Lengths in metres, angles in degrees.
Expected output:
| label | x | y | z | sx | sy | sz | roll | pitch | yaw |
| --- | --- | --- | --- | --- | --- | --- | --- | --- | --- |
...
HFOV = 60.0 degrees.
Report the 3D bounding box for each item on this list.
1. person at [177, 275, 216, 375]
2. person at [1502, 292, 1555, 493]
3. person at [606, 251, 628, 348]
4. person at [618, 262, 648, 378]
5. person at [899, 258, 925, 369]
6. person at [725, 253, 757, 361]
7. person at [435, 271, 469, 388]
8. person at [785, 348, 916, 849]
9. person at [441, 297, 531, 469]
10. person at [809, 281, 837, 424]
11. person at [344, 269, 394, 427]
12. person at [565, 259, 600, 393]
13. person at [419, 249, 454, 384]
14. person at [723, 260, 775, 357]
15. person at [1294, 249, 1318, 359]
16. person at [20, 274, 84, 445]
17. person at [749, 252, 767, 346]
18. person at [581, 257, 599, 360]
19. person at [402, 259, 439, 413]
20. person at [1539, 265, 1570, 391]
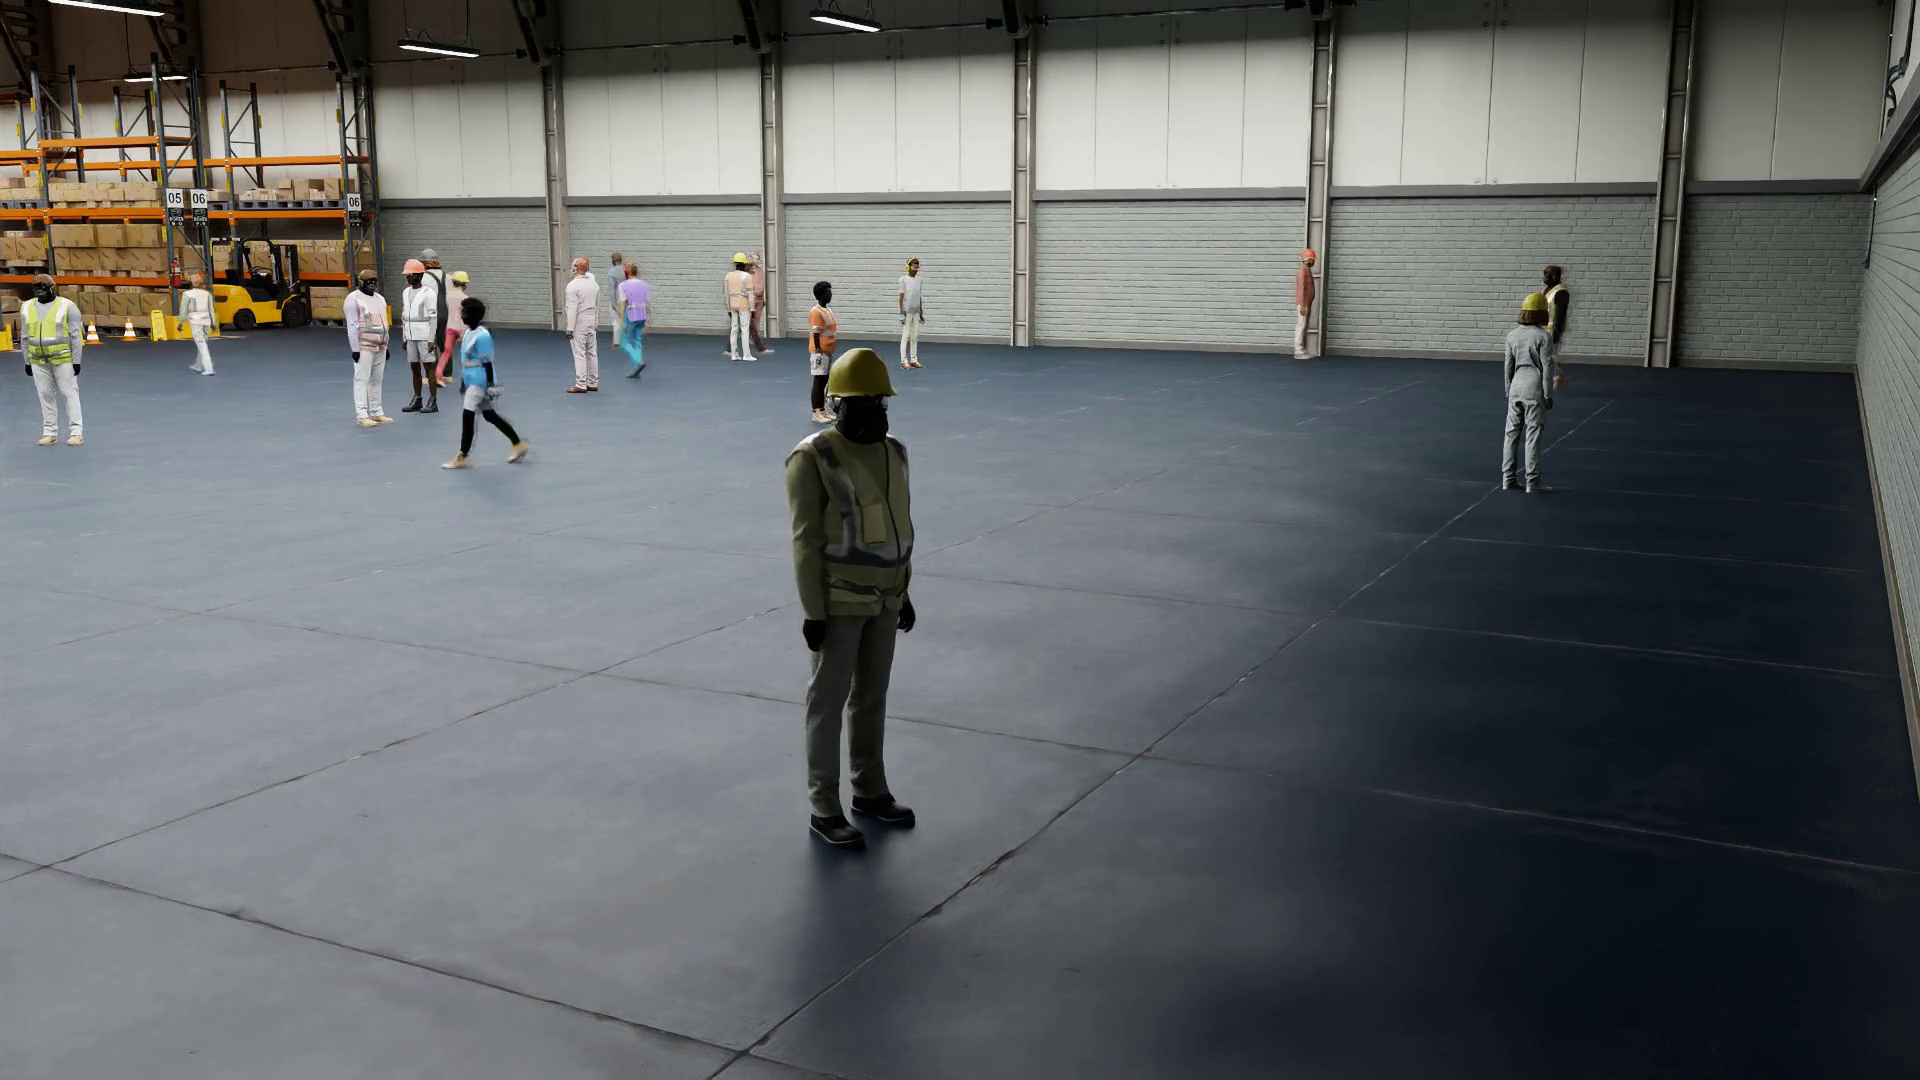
| label | x | y | z | sx | sy | sz | roll | pitch | yaw |
| --- | --- | --- | --- | --- | --- | --- | --- | --- | --- |
| person | -12.310 | -3.451 | 26.768 | 0.830 | 1.601 | 0.533 | 5 | 12 | 27 |
| person | 5.000 | -1.290 | 14.587 | 0.297 | 1.745 | 0.484 | -7 | 12 | -33 |
| person | -6.689 | -4.745 | 32.943 | 0.669 | 1.924 | 0.632 | 9 | 14 | 42 |
| person | -5.091 | -3.425 | 25.994 | 0.462 | 1.830 | 0.574 | 9 | 14 | 40 |
| person | -0.807 | -3.818 | 28.053 | 0.510 | 1.865 | 0.329 | -10 | 14 | -42 |
| person | -3.919 | -4.157 | 29.723 | 0.587 | 1.927 | 0.363 | 5 | 12 | 27 |
| person | -7.450 | -3.116 | 24.620 | 0.525 | 1.719 | 0.925 | 6 | 12 | 28 |
| person | -0.374 | 0.205 | 6.187 | 0.404 | 1.835 | 0.587 | 8 | 13 | 38 |
| person | -4.618 | -1.531 | 16.151 | 0.869 | 1.662 | 0.531 | -5 | 12 | -27 |
| person | -1.638 | -2.247 | 19.942 | 0.315 | 1.698 | 0.550 | 2 | 11 | 12 |
| person | -6.964 | -2.267 | 19.659 | 0.430 | 1.841 | 0.624 | 4 | 11 | 19 |
| person | -5.423 | -3.057 | 23.778 | 0.409 | 1.907 | 0.651 | 5 | 11 | 24 |
| person | -8.017 | -3.386 | 25.208 | 0.537 | 2.000 | 0.689 | 5 | 12 | 27 |
| person | -3.931 | -4.243 | 30.584 | 1.002 | 1.787 | 0.529 | -4 | 11 | -22 |
| person | 6.294 | -4.290 | 30.263 | 0.396 | 1.992 | 0.622 | 4 | 11 | 22 |
| person | -9.705 | -1.917 | 17.780 | 0.627 | 1.836 | 0.430 | 0 | 10 | -2 |
| person | -4.182 | -4.916 | 33.939 | 0.399 | 1.902 | 0.642 | 6 | 12 | 31 |
| person | -6.722 | -4.155 | 29.973 | 0.350 | 1.856 | 0.788 | -6 | 12 | -28 |
| person | -6.855 | -2.572 | 21.051 | 0.543 | 1.939 | 0.355 | 5 | 12 | 27 |
| person | 8.298 | -2.935 | 23.315 | 0.483 | 1.829 | 0.649 | -1 | 10 | -4 |
